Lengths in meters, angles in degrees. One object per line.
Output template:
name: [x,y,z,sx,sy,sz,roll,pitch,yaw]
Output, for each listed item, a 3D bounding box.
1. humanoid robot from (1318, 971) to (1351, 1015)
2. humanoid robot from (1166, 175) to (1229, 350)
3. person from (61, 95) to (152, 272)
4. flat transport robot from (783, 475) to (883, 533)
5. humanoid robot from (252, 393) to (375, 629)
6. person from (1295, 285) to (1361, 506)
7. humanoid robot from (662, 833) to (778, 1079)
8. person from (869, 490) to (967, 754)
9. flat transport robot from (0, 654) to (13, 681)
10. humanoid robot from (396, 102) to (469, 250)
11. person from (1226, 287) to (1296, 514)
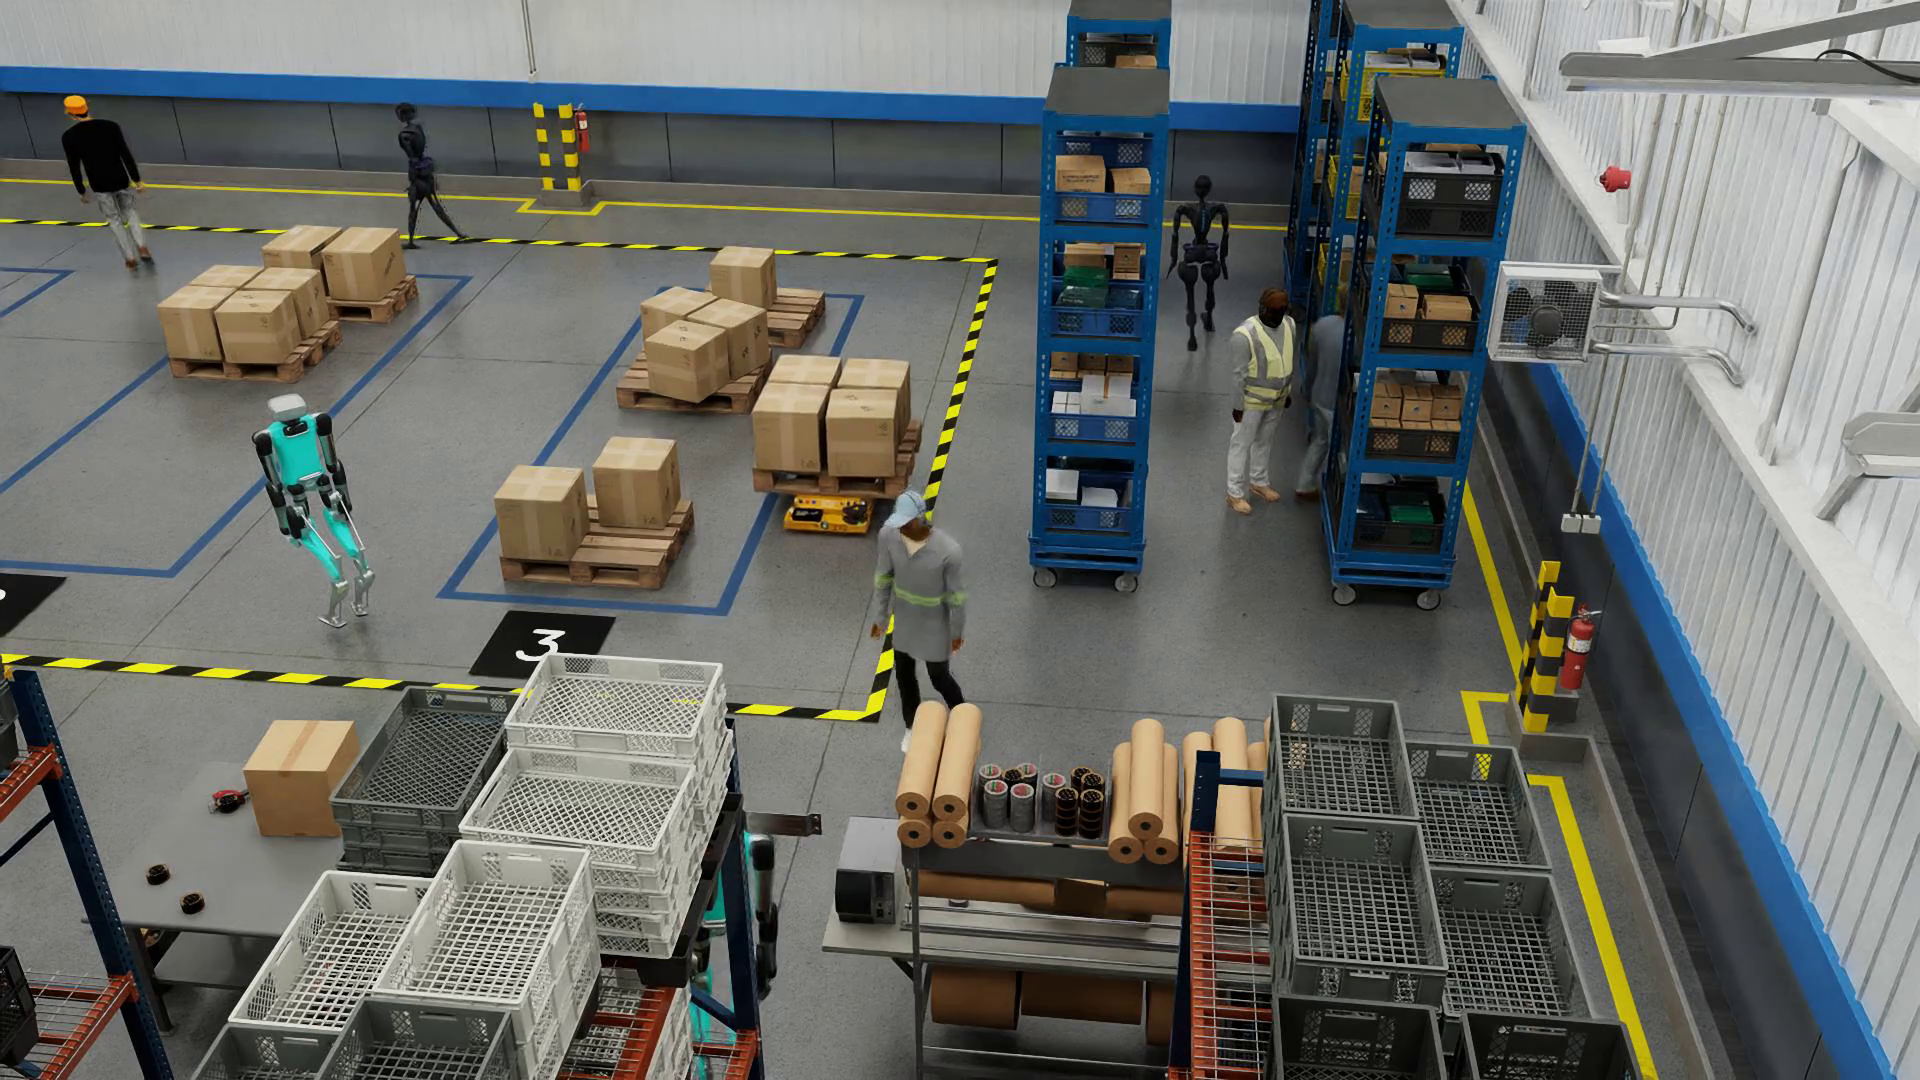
humanoid robot: [1.526,2.392,7.197,0.489,1.648,0.587,-5,31,-8]
humanoid robot: [2.271,-2.691,15.938,0.583,1.628,0.707,-2,30,-3]
person: [-9.031,-3.764,17.589,0.617,1.831,0.597,-20,36,-31]
flat transport robot: [-0.972,-0.503,13.510,0.652,0.197,1.431,3,30,6]
humanoid robot: [-4.314,-0.139,11.319,0.533,1.677,0.735,-26,39,-37]
person: [2.911,-1.049,12.841,0.399,1.924,0.672,-12,32,-20]
humanoid robot: [-1.078,2.107,7.612,0.563,1.789,0.804,-4,30,-7]
person: [-0.252,0.500,10.276,0.604,1.818,0.453,17,34,26]
flat transport robot: [-7.142,0.969,11.010,1.431,0.231,0.659,3,30,6]
humanoid robot: [-5.873,-3.966,18.138,0.788,1.633,0.611,-2,30,-4]
person: [2.367,-1.105,13.013,0.619,1.838,0.430,-20,36,-31]
